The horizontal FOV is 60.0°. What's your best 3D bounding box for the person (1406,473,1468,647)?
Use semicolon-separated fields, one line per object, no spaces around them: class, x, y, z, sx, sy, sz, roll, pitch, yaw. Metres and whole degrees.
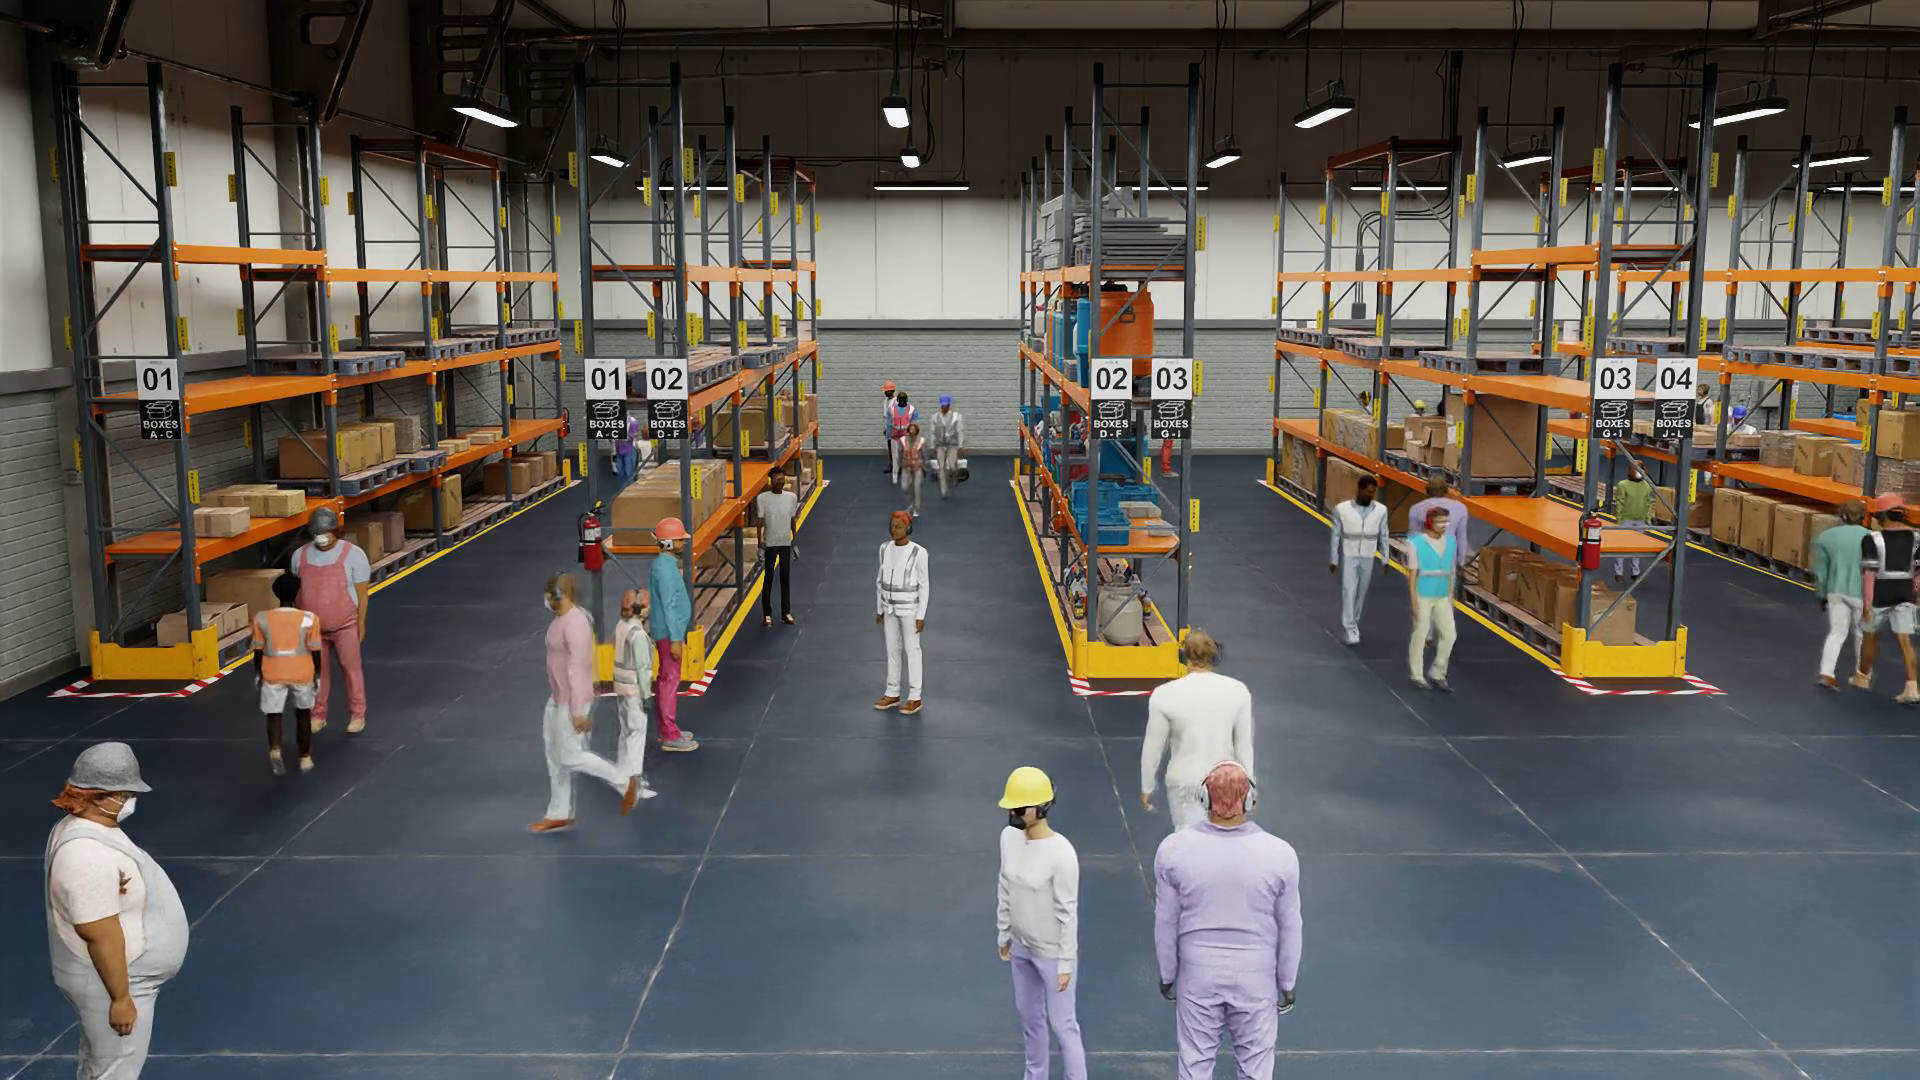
person;5.153;0.237;17.995;0.646;1.926;0.502;1;9;8

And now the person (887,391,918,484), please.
person;-1.133;-2.006;32.737;0.618;1.835;0.431;1;9;5

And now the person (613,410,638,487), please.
person;-5.977;-1.568;29.632;0.588;1.918;0.385;7;11;38

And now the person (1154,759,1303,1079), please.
person;1.180;1.902;7.346;0.643;1.907;0.409;2;9;11

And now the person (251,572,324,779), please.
person;-5.360;1.093;13.282;0.551;1.677;0.643;-2;9;-15

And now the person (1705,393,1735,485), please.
person;14.853;-1.964;32.457;0.640;1.833;0.432;8;12;43

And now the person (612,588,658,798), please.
person;-2.521;1.181;12.869;0.315;1.629;0.515;-5;10;-29

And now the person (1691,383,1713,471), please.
person;15.661;-2.379;35.071;0.332;1.844;0.508;0;9;-2

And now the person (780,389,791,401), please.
person;-3.773;-2.475;36.356;0.313;1.639;0.513;3;9;16

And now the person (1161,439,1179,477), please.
person;4.277;-2.285;33.992;0.376;1.995;0.609;0;9;-1

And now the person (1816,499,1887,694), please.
person;8.618;0.557;16.126;0.914;1.901;0.688;-9;12;-44

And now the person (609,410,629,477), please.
person;-6.976;-2.203;34.040;0.404;1.819;0.598;7;11;37

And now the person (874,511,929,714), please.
person;-0.549;0.661;15.394;0.580;1.884;0.352;7;11;37

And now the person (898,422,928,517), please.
person;-0.797;-1.187;28.112;0.538;1.620;0.390;2;9;11

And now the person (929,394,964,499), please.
person;-0.256;-1.711;30.487;0.644;1.933;0.437;2;9;13

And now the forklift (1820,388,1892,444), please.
forklift;20.072;-3.110;36.462;1.873;2.768;1.129;0;9;0

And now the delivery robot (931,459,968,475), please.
delivery robot;-0.215;-1.499;33.247;0.707;0.478;0.477;-1;9;-9

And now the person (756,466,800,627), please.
person;-2.105;0.067;19.264;0.514;1.872;0.328;-4;10;-26

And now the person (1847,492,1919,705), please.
person;8.858;0.547;15.824;0.613;1.991;1.065;0;9;1

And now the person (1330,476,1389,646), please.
person;4.418;0.215;18.384;0.593;1.849;1.009;0;9;-3

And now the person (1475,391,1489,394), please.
person;11.757;-2.825;37.660;0.547;1.934;0.375;-8;12;-42

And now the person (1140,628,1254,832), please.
person;1.416;1.473;10.154;0.659;1.883;0.982;-2;9;-14

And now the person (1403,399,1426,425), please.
person;8.513;-1.713;30.952;0.609;1.799;0.662;1;9;5

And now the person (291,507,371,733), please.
person;-5.561;0.699;14.649;0.682;2.000;0.535;0;9;0

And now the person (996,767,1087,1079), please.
person;0.354;1.910;7.800;0.379;1.755;0.540;-7;11;-37

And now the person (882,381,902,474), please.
person;-1.434;-2.323;34.459;0.404;1.927;0.545;-7;11;-38

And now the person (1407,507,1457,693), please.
person;4.595;0.582;16.084;0.589;1.819;0.635;-4;10;-25

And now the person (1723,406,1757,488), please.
person;12.878;-1.267;27.625;0.602;1.938;0.401;3;9;21

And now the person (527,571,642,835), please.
person;-2.773;1.171;12.076;0.751;1.900;0.665;-4;10;-25

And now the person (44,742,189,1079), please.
person;-3.635;1.854;7.215;0.536;2.000;0.676;-6;11;-34

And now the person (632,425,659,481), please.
person;-5.131;-1.083;27.402;0.523;1.636;0.310;-1;9;-9

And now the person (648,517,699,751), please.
person;-2.459;0.795;14.178;0.381;1.995;0.611;-2;9;-15

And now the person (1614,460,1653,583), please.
person;8.920;-0.238;22.036;0.516;1.642;0.336;-1;9;-6
